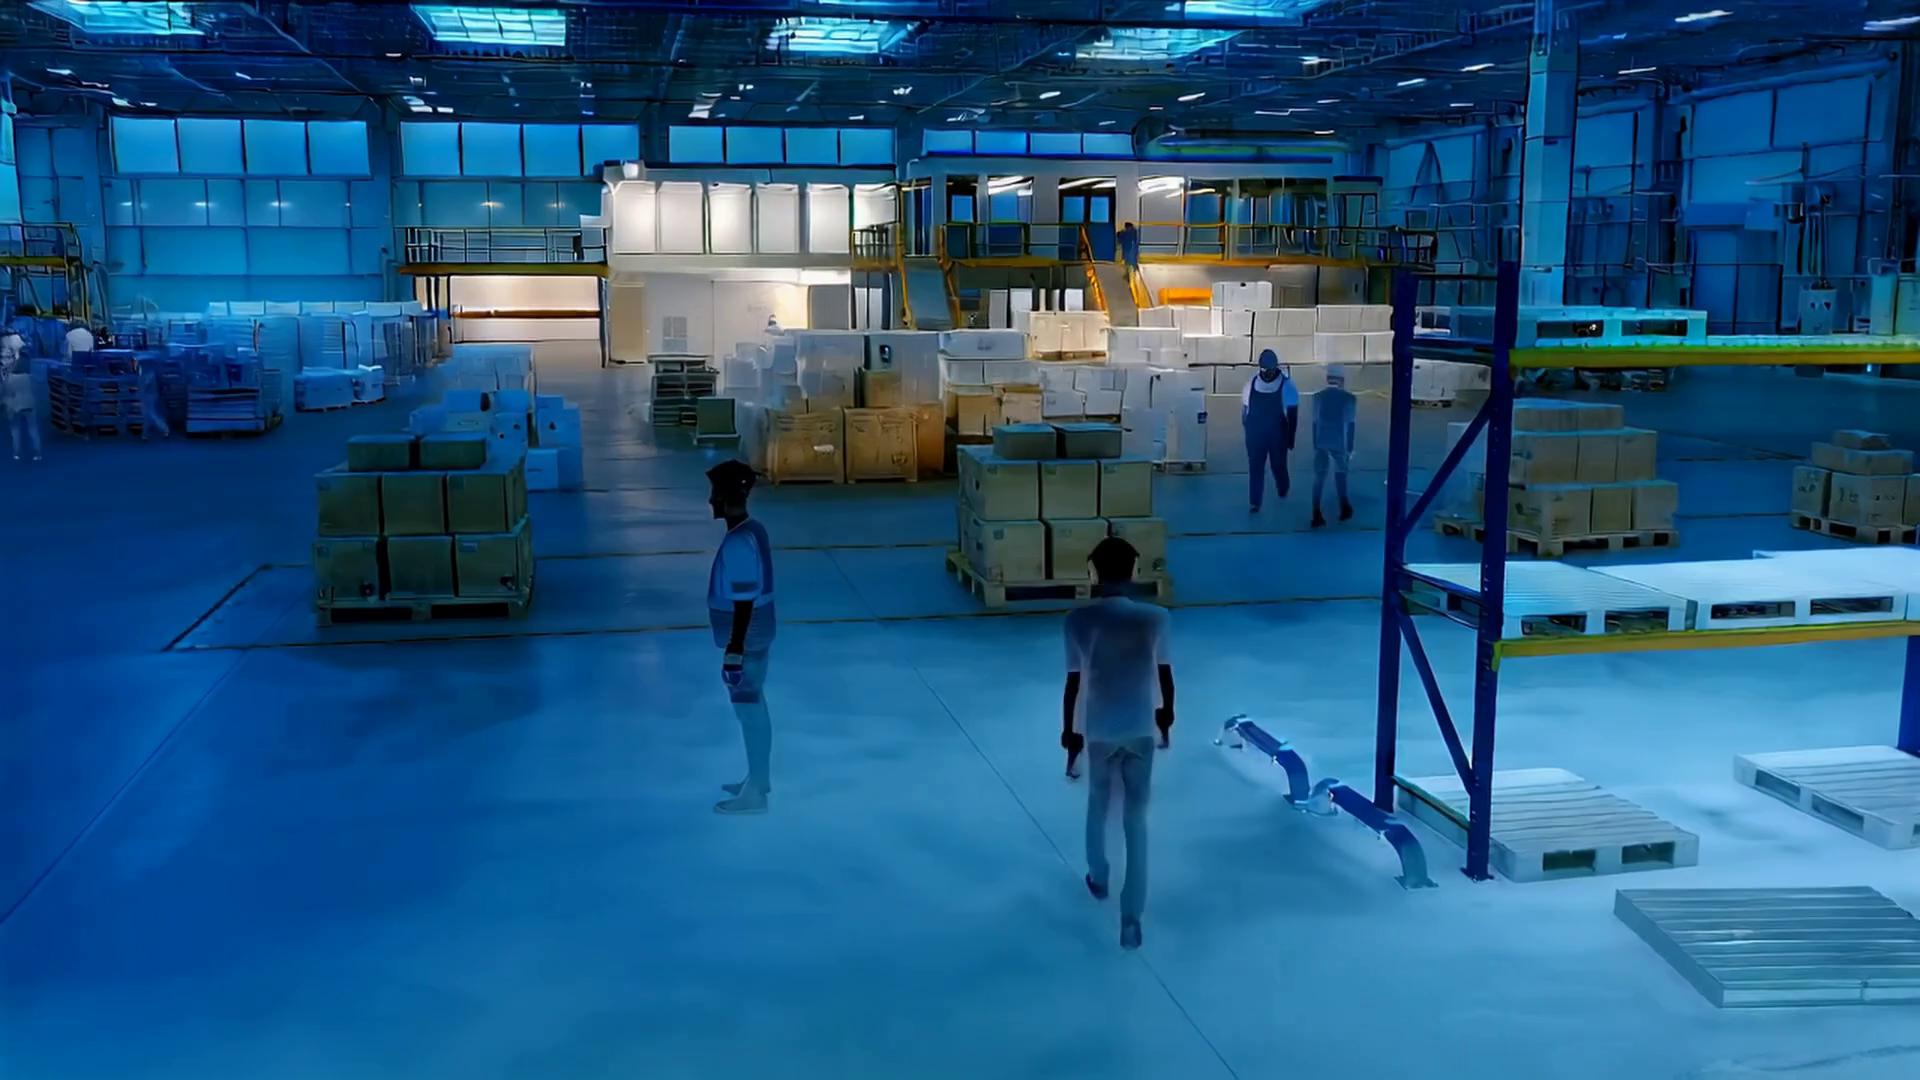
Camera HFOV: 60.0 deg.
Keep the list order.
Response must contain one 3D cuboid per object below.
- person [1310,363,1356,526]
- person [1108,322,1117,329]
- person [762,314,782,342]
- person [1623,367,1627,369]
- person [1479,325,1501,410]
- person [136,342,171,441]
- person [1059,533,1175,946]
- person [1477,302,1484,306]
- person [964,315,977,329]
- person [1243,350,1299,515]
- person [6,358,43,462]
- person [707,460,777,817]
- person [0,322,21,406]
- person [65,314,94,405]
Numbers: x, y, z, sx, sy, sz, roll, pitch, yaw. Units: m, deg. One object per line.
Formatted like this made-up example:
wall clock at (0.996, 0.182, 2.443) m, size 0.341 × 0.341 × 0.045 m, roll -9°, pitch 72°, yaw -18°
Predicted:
person at (4.363, -1.111, 19.435) m, size 0.556 × 1.883 × 1.008 m, roll 6°, pitch 11°, yaw 33°
person at (3.228, -3.625, 34.823) m, size 0.792 × 1.851 × 0.596 m, roll 4°, pitch 10°, yaw 21°
person at (-4.490, -4.431, 39.656) m, size 0.977 × 1.879 × 0.556 m, roll 8°, pitch 12°, yaw 40°
person at (18.661, -5.601, 46.856) m, size 0.326 × 1.865 × 0.518 m, roll 1°, pitch 9°, yaw 5°
person at (10.656, -3.373, 33.084) m, size 0.467 × 1.931 × 0.630 m, roll -7°, pitch 12°, yaw -36°
person at (-13.888, -2.528, 28.562) m, size 0.673 × 1.724 × 0.490 m, roll 2°, pitch 9°, yaw 10°
person at (0.723, 0.878, 7.538) m, size 0.523 × 1.813 × 1.013 m, roll 1°, pitch 9°, yaw 6°
person at (17.956, -7.324, 57.547) m, size 0.631 × 1.806 × 0.917 m, roll -3°, pitch 10°, yaw -18°
person at (0.306, -4.461, 39.897) m, size 0.597 × 1.865 × 0.591 m, roll -4°, pitch 10°, yaw -24°
person at (3.817, -1.358, 20.452) m, size 0.687 × 2.000 × 0.844 m, roll 4°, pitch 10°, yaw 22°
person at (-14.514, -2.001, 25.688) m, size 0.651 × 1.603 × 0.567 m, roll 4°, pitch 10°, yaw 23°
person at (-1.197, 0.536, 9.135) m, size 0.368 × 1.965 × 0.609 m, roll 0°, pitch 9°, yaw 2°
person at (-20.584, -3.807, 36.064) m, size 0.598 × 1.826 × 0.403 m, roll 5°, pitch 11°, yaw 30°
person at (-19.224, -3.930, 36.324) m, size 0.632 × 1.976 × 0.528 m, roll 1°, pitch 9°, yaw 5°
